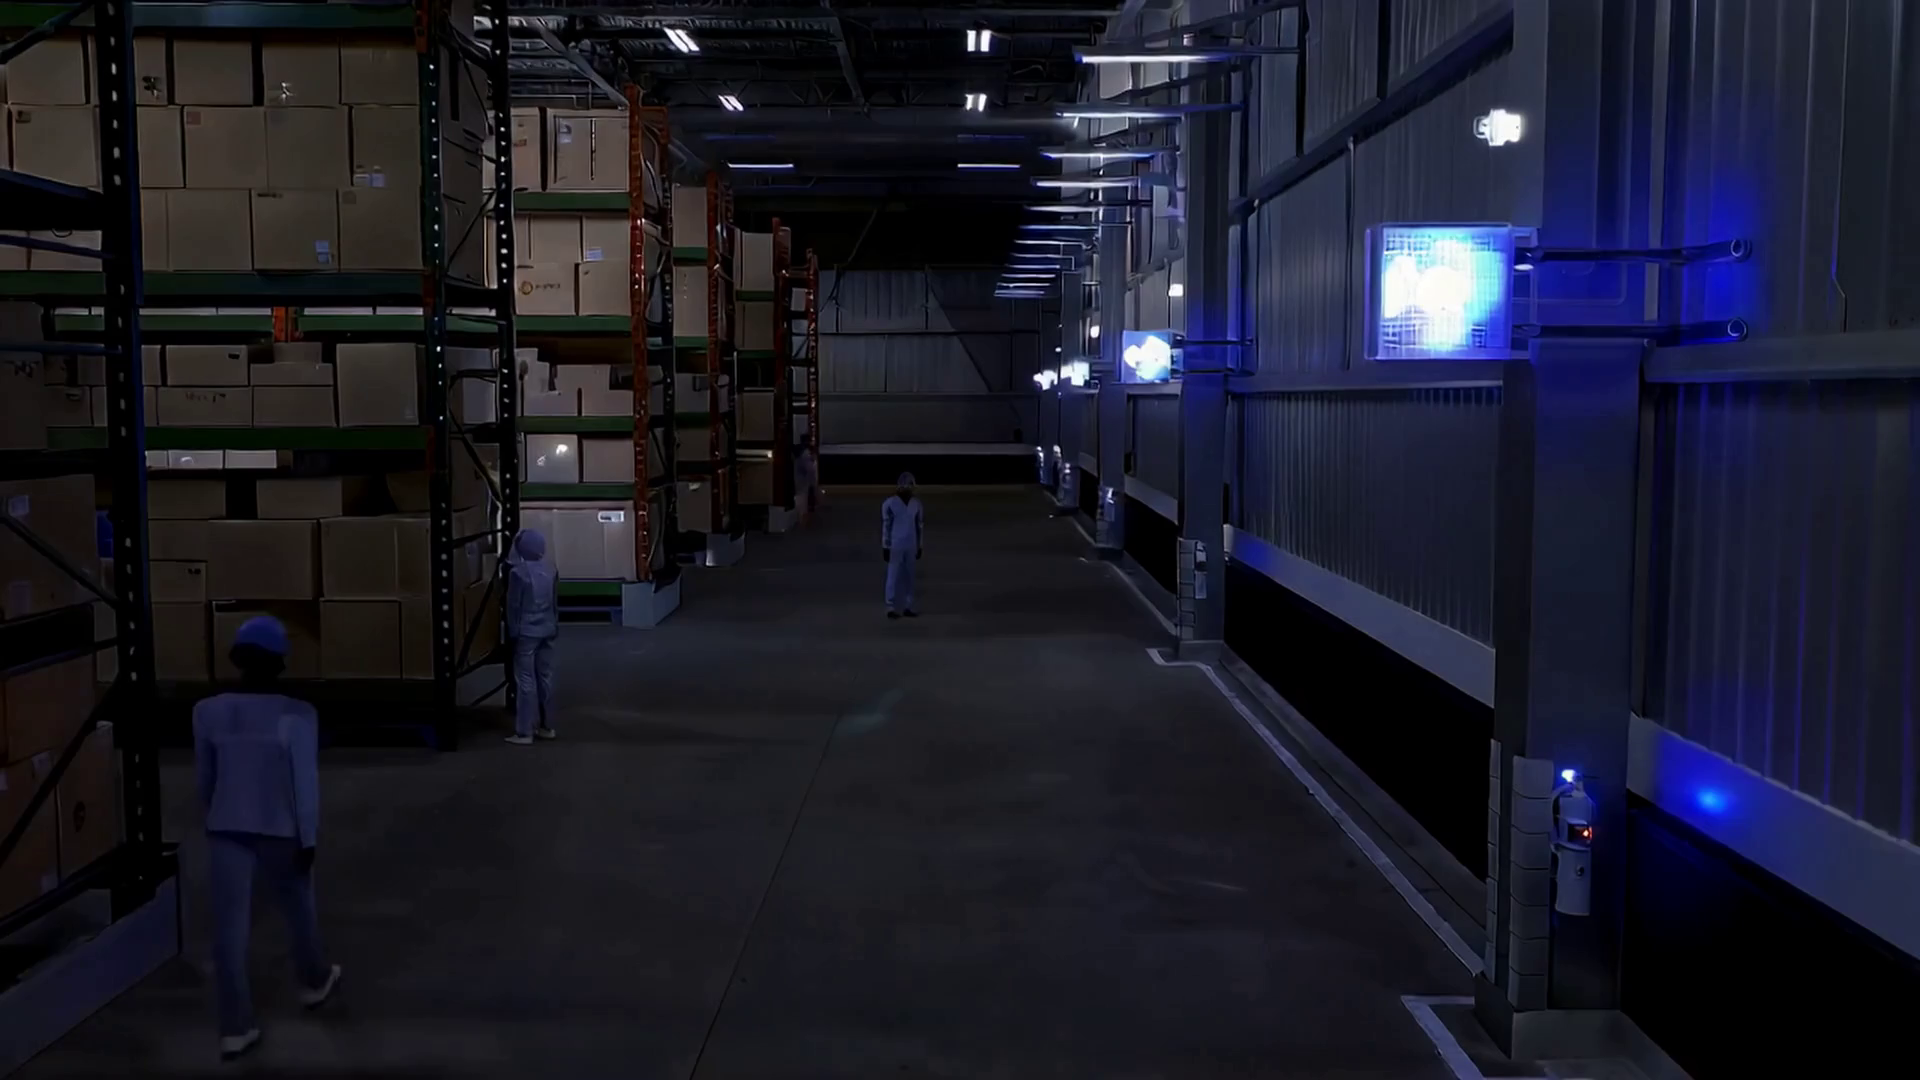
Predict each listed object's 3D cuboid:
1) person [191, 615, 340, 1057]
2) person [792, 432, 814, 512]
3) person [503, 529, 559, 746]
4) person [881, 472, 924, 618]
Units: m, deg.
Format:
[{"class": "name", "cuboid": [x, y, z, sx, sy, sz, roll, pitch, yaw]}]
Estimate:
[{"class": "person", "cuboid": [-2.878, 1.172, 6.898, 0.528, 1.733, 0.845, 0, 5, -5]}, {"class": "person", "cuboid": [-3.598, -1.529, 37.792, 0.457, 1.828, 0.592, -2, 5, -22]}, {"class": "person", "cuboid": [-3.232, 0.732, 12.595, 0.313, 1.631, 0.525, 3, 6, 29]}, {"class": "person", "cuboid": [-0.662, 0.059, 19.778, 0.563, 1.743, 0.351, -3, 6, -31]}]
